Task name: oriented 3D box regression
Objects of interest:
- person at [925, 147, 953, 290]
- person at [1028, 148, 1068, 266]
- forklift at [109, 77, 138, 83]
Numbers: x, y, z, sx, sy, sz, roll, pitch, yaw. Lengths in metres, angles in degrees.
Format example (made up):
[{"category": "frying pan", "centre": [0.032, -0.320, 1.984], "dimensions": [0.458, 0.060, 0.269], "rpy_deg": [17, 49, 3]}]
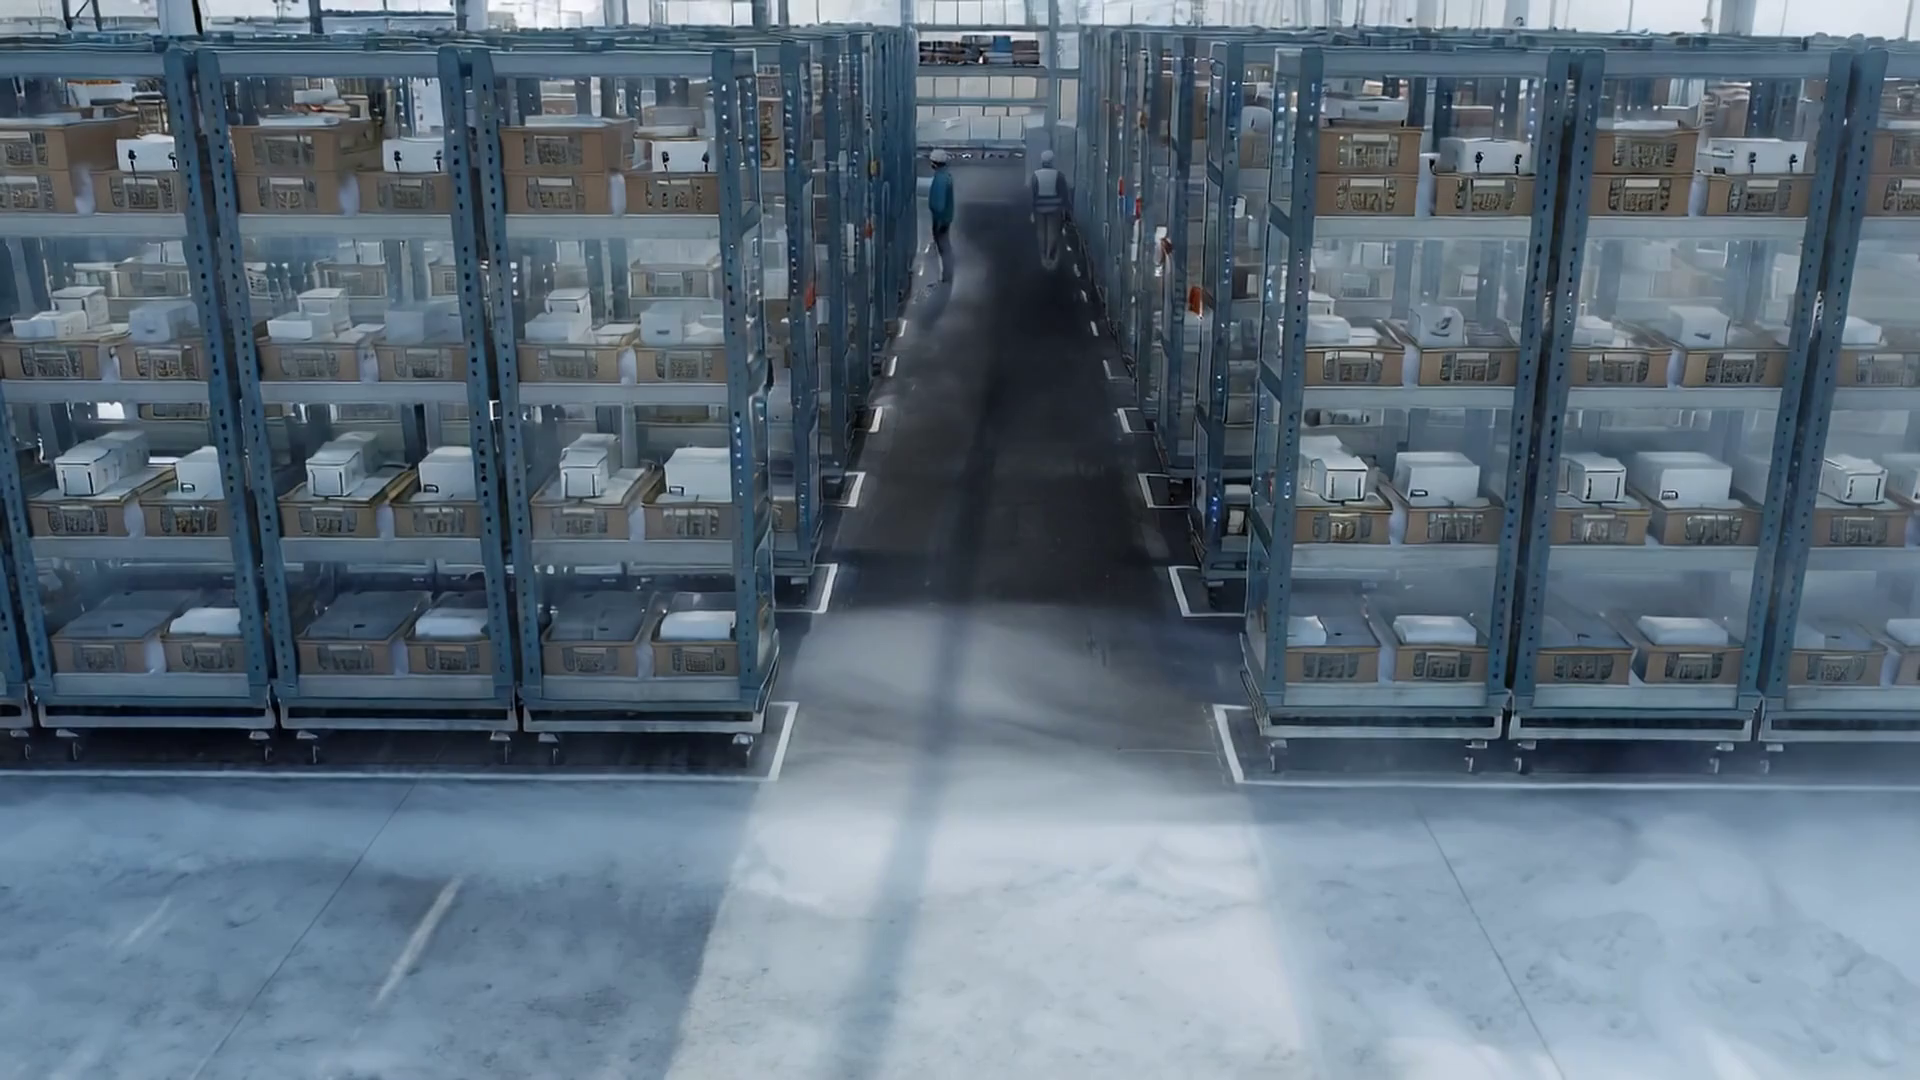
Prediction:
[{"category": "person", "centre": [-0.289, -4.553, 23.603], "dimensions": [0.385, 1.993, 0.623], "rpy_deg": [-4, 18, -14]}, {"category": "person", "centre": [1.355, -5.128, 25.716], "dimensions": [0.615, 1.818, 0.521], "rpy_deg": [2, 18, 8]}, {"category": "forklift", "centre": [-24.523, -12.907, 48.772], "dimensions": [1.129, 2.768, 1.873], "rpy_deg": [-6, 19, -20]}]
